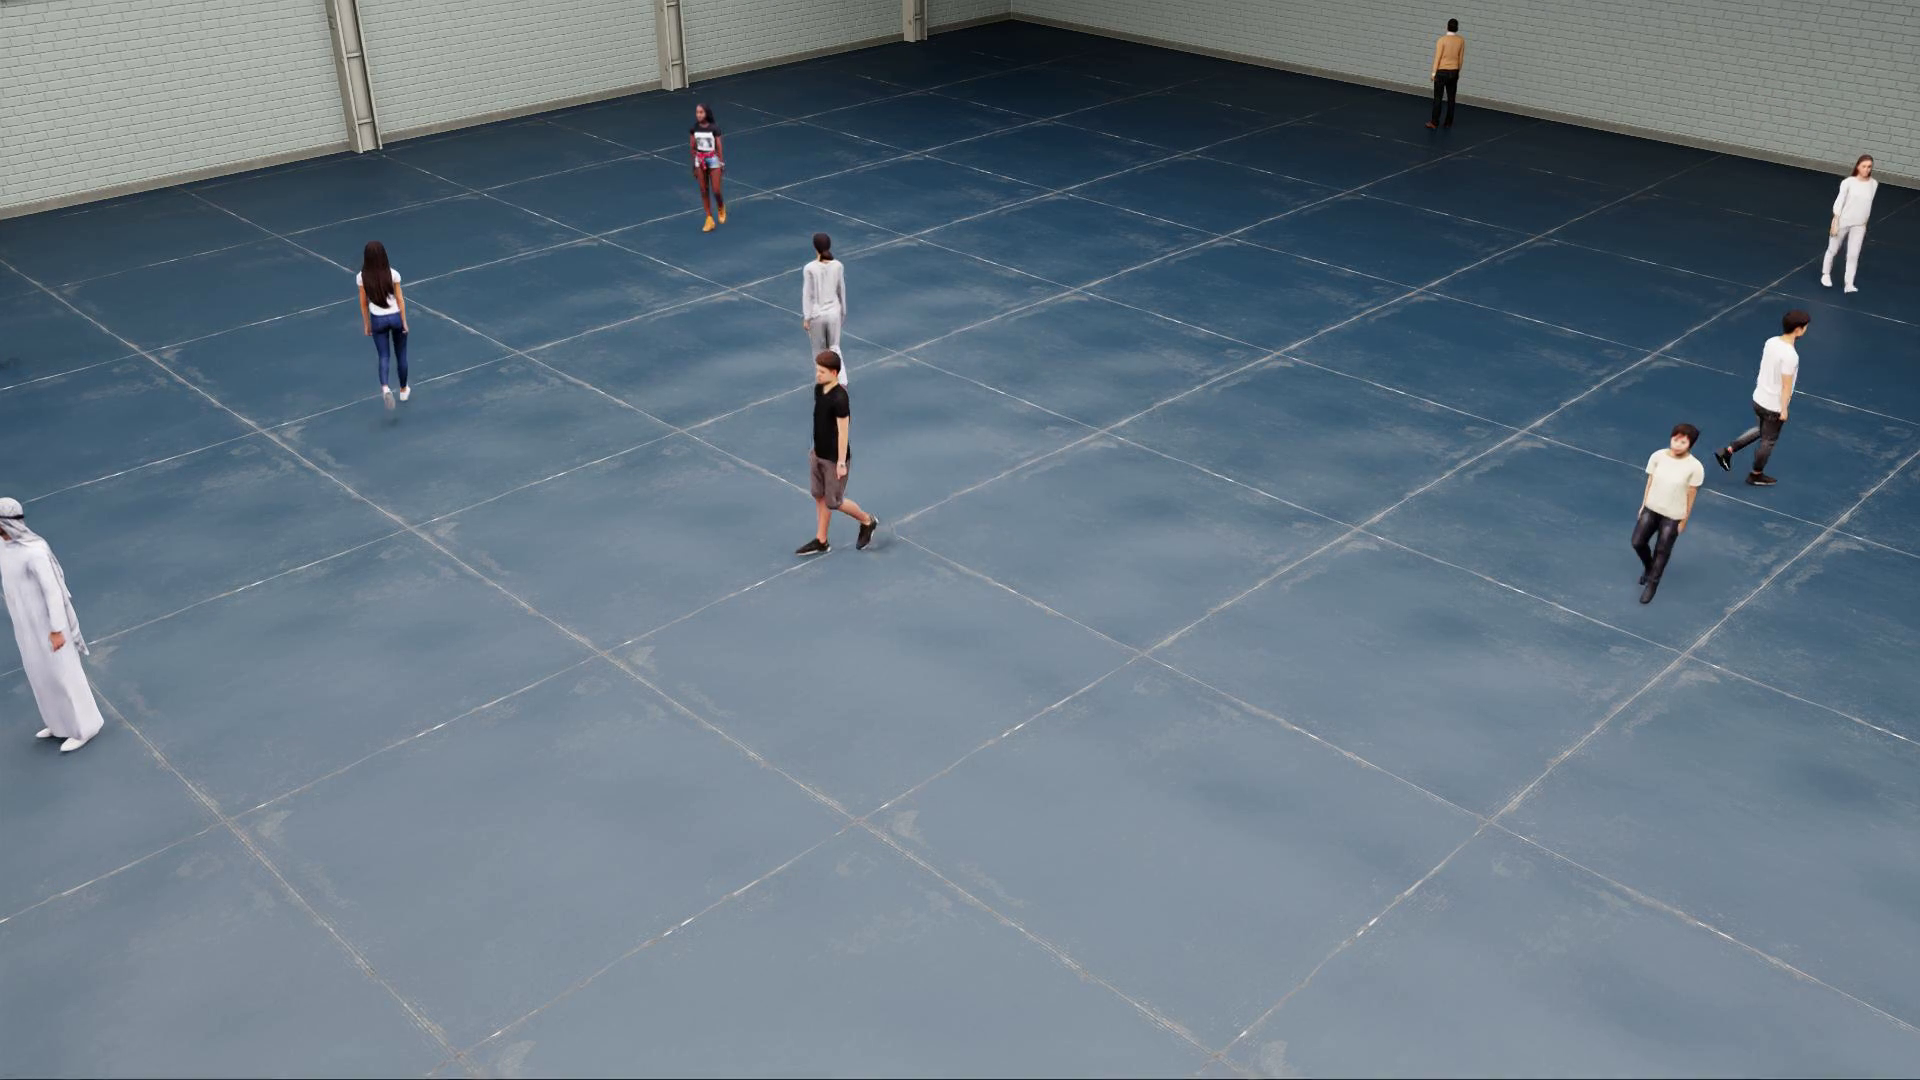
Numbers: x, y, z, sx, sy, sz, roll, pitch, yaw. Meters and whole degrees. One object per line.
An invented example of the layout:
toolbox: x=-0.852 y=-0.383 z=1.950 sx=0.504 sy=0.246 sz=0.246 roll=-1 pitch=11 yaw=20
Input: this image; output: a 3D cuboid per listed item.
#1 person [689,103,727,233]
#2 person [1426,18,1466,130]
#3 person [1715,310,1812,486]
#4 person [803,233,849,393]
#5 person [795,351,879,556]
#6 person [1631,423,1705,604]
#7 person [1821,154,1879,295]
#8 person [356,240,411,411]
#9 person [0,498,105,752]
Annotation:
person: x=-3.342 y=-5.010 z=22.286 sx=0.793 sy=1.714 sz=0.870 roll=5 pitch=29 yaw=10
person: x=7.937 y=-7.603 z=27.113 sx=0.718 sy=1.754 sz=0.816 roll=-5 pitch=29 yaw=-10
person: x=7.399 y=-1.302 z=15.333 sx=0.944 sy=1.705 sz=0.894 roll=2 pitch=28 yaw=3
person: x=-1.365 y=-2.264 z=17.080 sx=0.850 sy=1.760 sz=0.840 roll=-11 pitch=30 yaw=-19
person: x=-1.033 y=-0.737 z=14.118 sx=1.055 sy=1.849 sz=0.863 roll=-15 pitch=31 yaw=-26
person: x=5.733 y=-0.240 z=13.474 sx=0.615 sy=1.578 sz=0.592 roll=-25 pitch=37 yaw=-38
person: x=10.748 y=-3.851 z=20.171 sx=0.980 sy=1.656 sz=1.079 roll=2 pitch=28 yaw=4
person: x=-5.820 y=-2.155 z=16.877 sx=1.026 sy=1.758 sz=1.008 roll=-4 pitch=28 yaw=-8
person: x=-6.404 y=0.567 z=11.588 sx=0.741 sy=1.925 sz=0.682 roll=18 pitch=33 yaw=30
